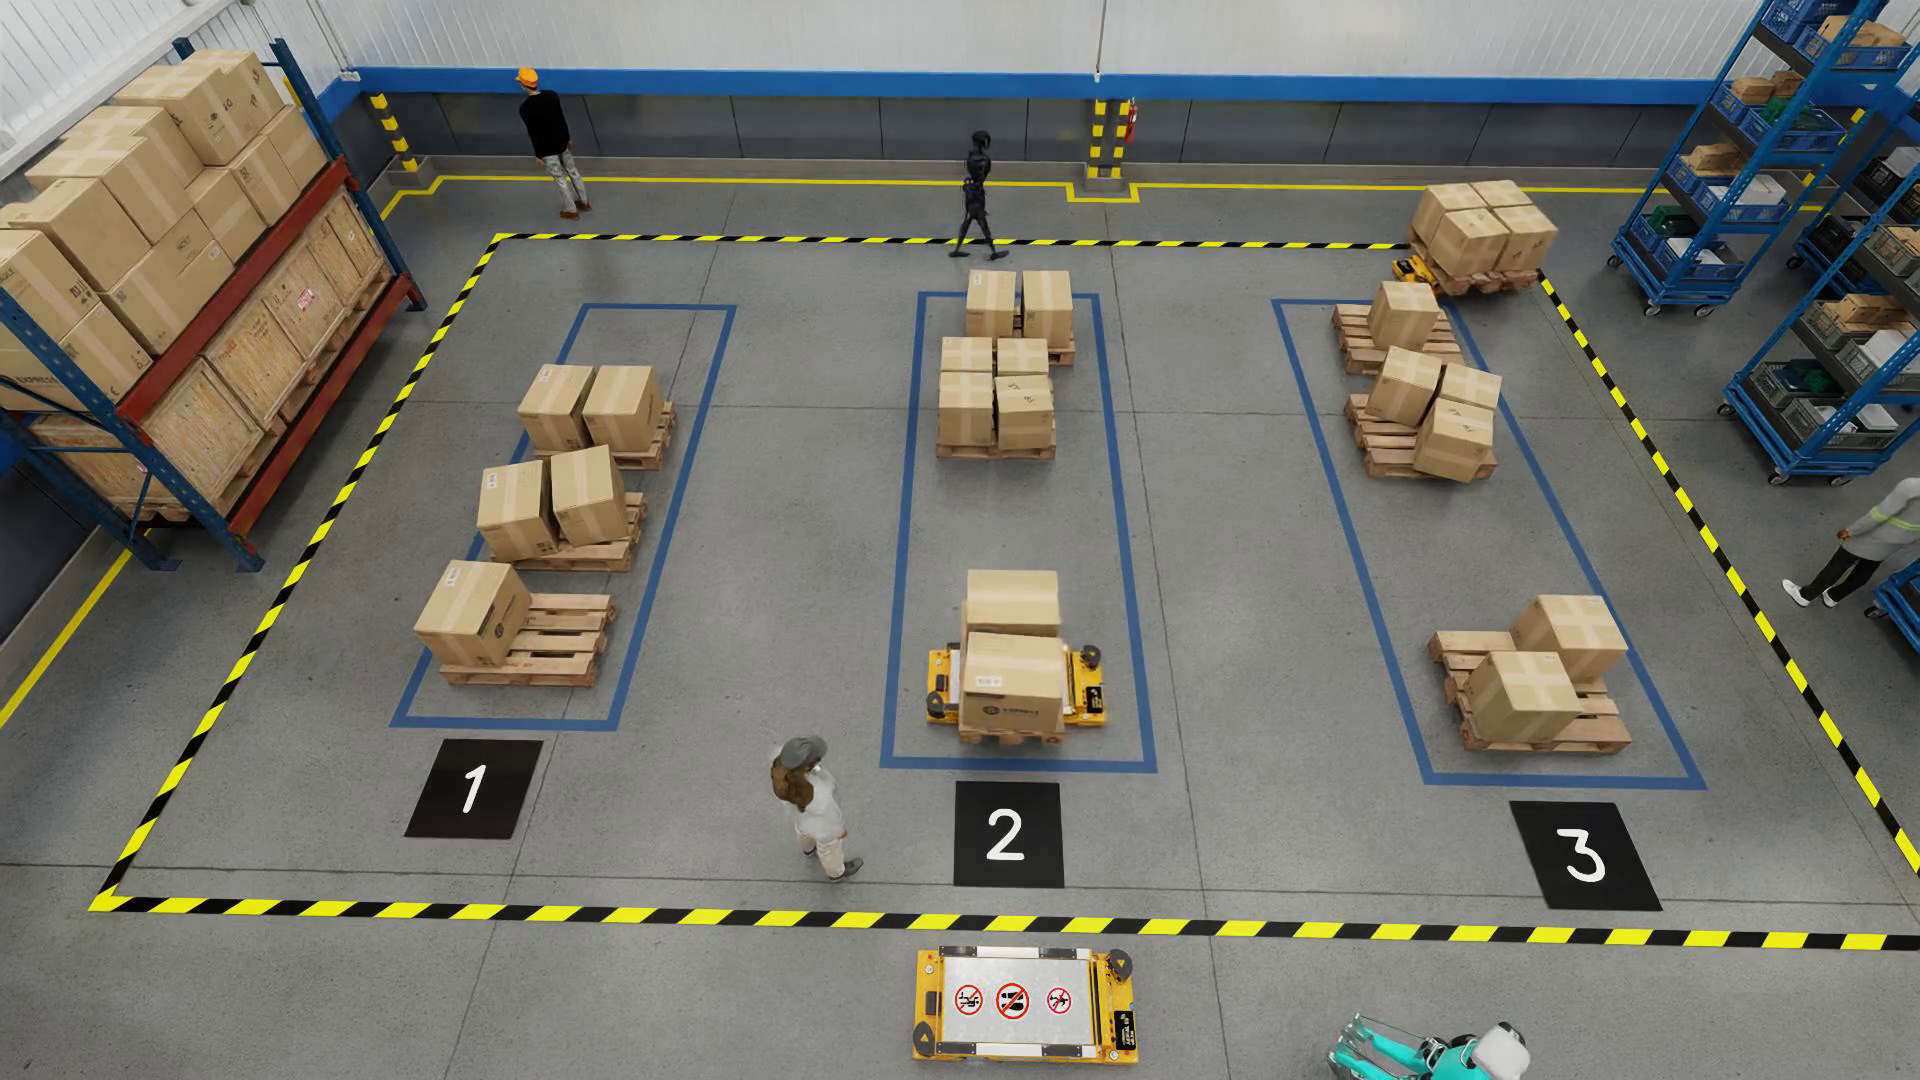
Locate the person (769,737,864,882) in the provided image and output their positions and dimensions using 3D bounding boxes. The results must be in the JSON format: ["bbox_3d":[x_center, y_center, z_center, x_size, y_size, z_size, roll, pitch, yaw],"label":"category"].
[{"bbox_3d":[-0.972,1.789,6.059,0.572,1.768,0.397,37,60,26],"label":"person"}]

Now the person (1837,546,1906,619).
[{"bbox_3d":[8.374,-0.202,7.614,0.562,1.887,0.803,-23,54,-18],"label":"person"}]

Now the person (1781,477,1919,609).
[{"bbox_3d":[7.613,-0.096,7.543,0.597,1.849,0.388,4,51,3],"label":"person"}]

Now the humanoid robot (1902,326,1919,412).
[{"bbox_3d":[10.189,-2.147,9.346,0.591,1.626,0.753,23,55,18],"label":"humanoid robot"}]

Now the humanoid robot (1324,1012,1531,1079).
[{"bbox_3d":[2.450,2.865,5.116,0.533,1.677,0.735,-36,59,-26],"label":"humanoid robot"}]

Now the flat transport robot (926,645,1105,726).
[{"bbox_3d":[0.448,1.172,7.512,1.431,0.197,0.652,1,51,1],"label":"flat transport robot"}]

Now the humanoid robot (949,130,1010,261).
[{"bbox_3d":[0.235,-4.092,10.933,0.746,1.629,0.585,-7,51,-5],"label":"humanoid robot"}]

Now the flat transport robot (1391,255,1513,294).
[{"bbox_3d":[6.085,-3.277,11.139,1.431,0.197,0.652,-5,51,-4],"label":"flat transport robot"}]

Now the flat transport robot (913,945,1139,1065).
[{"bbox_3d":[0.422,3.041,6.007,1.431,0.231,0.659,1,51,1],"label":"flat transport robot"}]

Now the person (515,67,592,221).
[{"bbox_3d":[-5.104,-4.933,11.465,0.377,1.883,0.590,22,54,17],"label":"person"}]
